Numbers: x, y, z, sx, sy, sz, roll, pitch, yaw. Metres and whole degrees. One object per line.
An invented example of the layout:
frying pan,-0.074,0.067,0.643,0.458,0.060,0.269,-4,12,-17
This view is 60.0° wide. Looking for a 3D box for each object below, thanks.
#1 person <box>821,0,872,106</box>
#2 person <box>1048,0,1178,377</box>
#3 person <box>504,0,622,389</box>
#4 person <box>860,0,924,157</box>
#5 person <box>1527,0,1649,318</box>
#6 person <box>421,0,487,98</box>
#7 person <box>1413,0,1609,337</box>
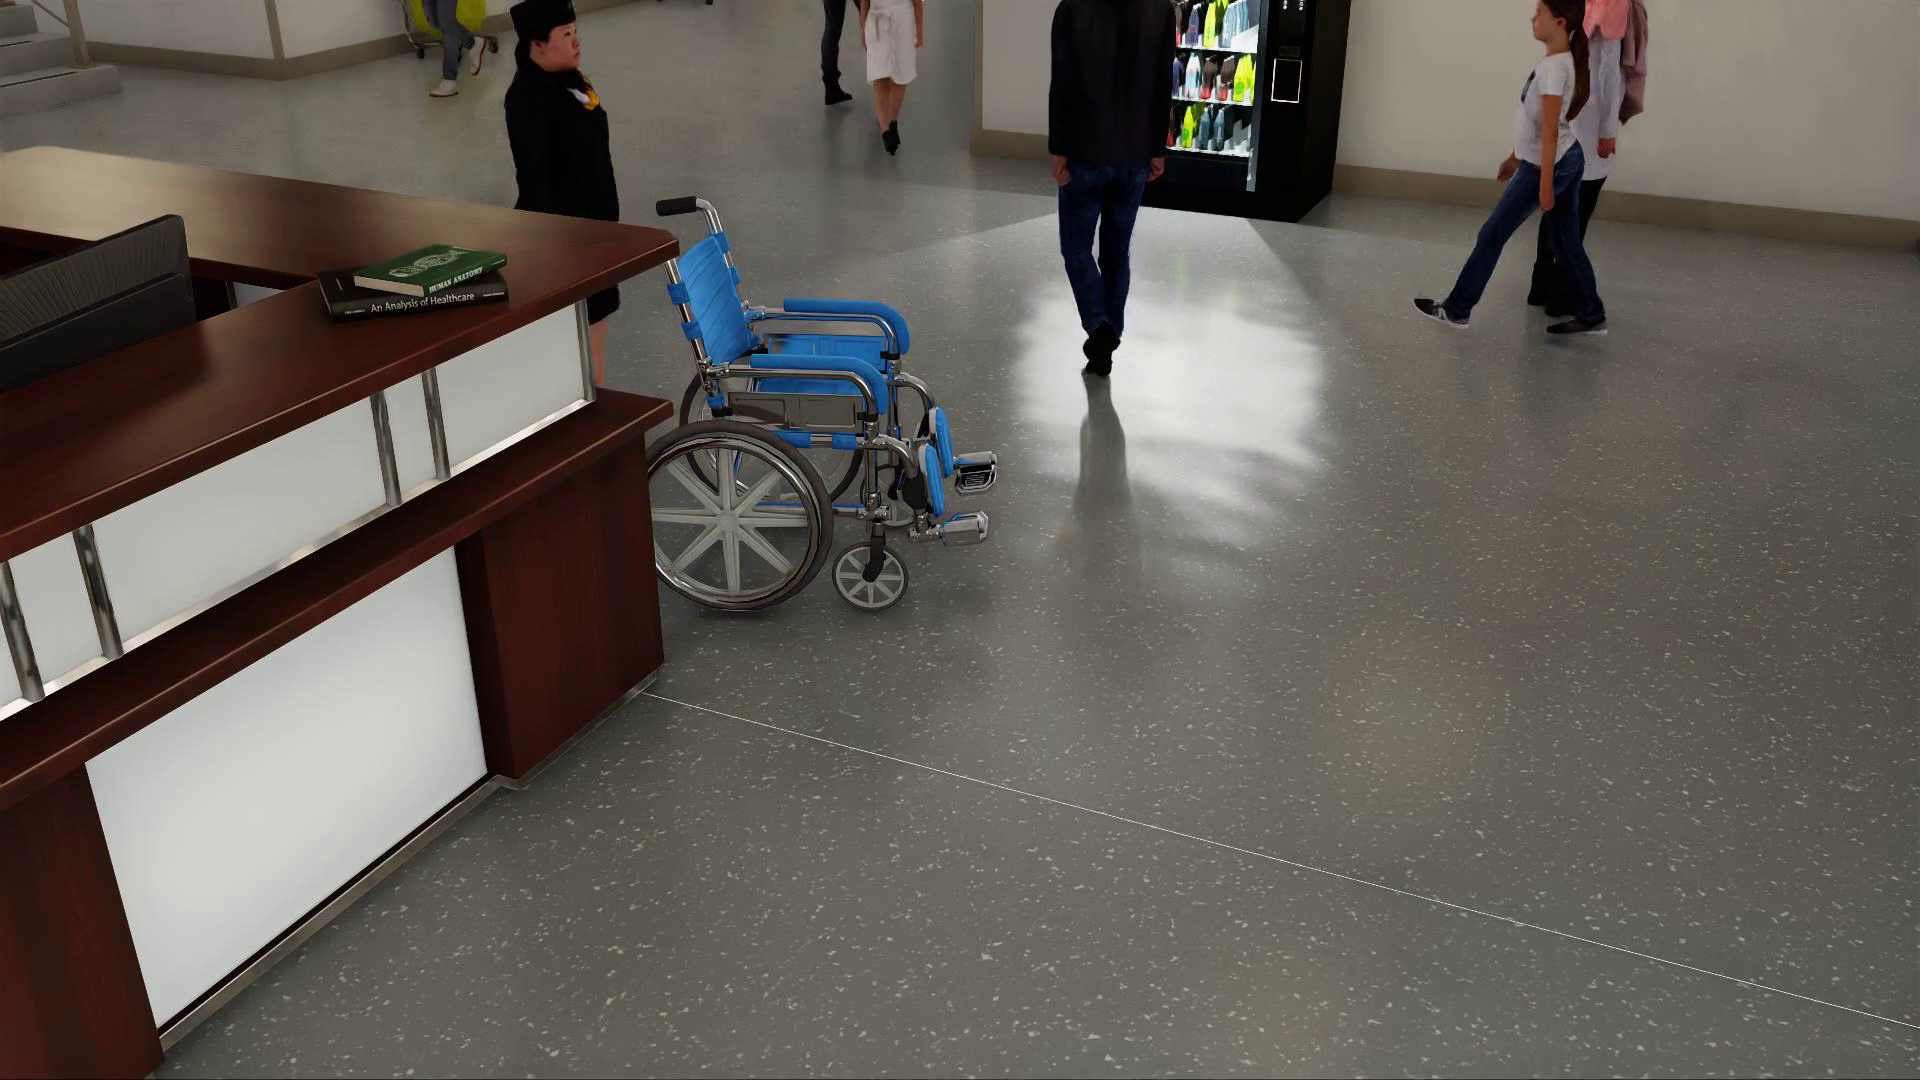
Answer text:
person,-0.876,-4.055,12.027,1.088,1.792,0.745,12,28,23
person,0.620,-1.522,6.680,0.964,1.874,0.991,-5,26,-9
person,-1.517,-1.140,6.135,0.979,1.659,0.839,4,26,8
person,-0.448,-3.253,10.688,0.999,1.510,0.975,-5,26,-11
person,2.864,-1.925,7.597,0.754,1.804,0.735,-2,26,-4
person,-3.853,-4.322,12.478,1.019,1.880,0.775,9,27,18
person,2.619,-1.592,7.228,1.076,1.523,0.592,14,29,27
